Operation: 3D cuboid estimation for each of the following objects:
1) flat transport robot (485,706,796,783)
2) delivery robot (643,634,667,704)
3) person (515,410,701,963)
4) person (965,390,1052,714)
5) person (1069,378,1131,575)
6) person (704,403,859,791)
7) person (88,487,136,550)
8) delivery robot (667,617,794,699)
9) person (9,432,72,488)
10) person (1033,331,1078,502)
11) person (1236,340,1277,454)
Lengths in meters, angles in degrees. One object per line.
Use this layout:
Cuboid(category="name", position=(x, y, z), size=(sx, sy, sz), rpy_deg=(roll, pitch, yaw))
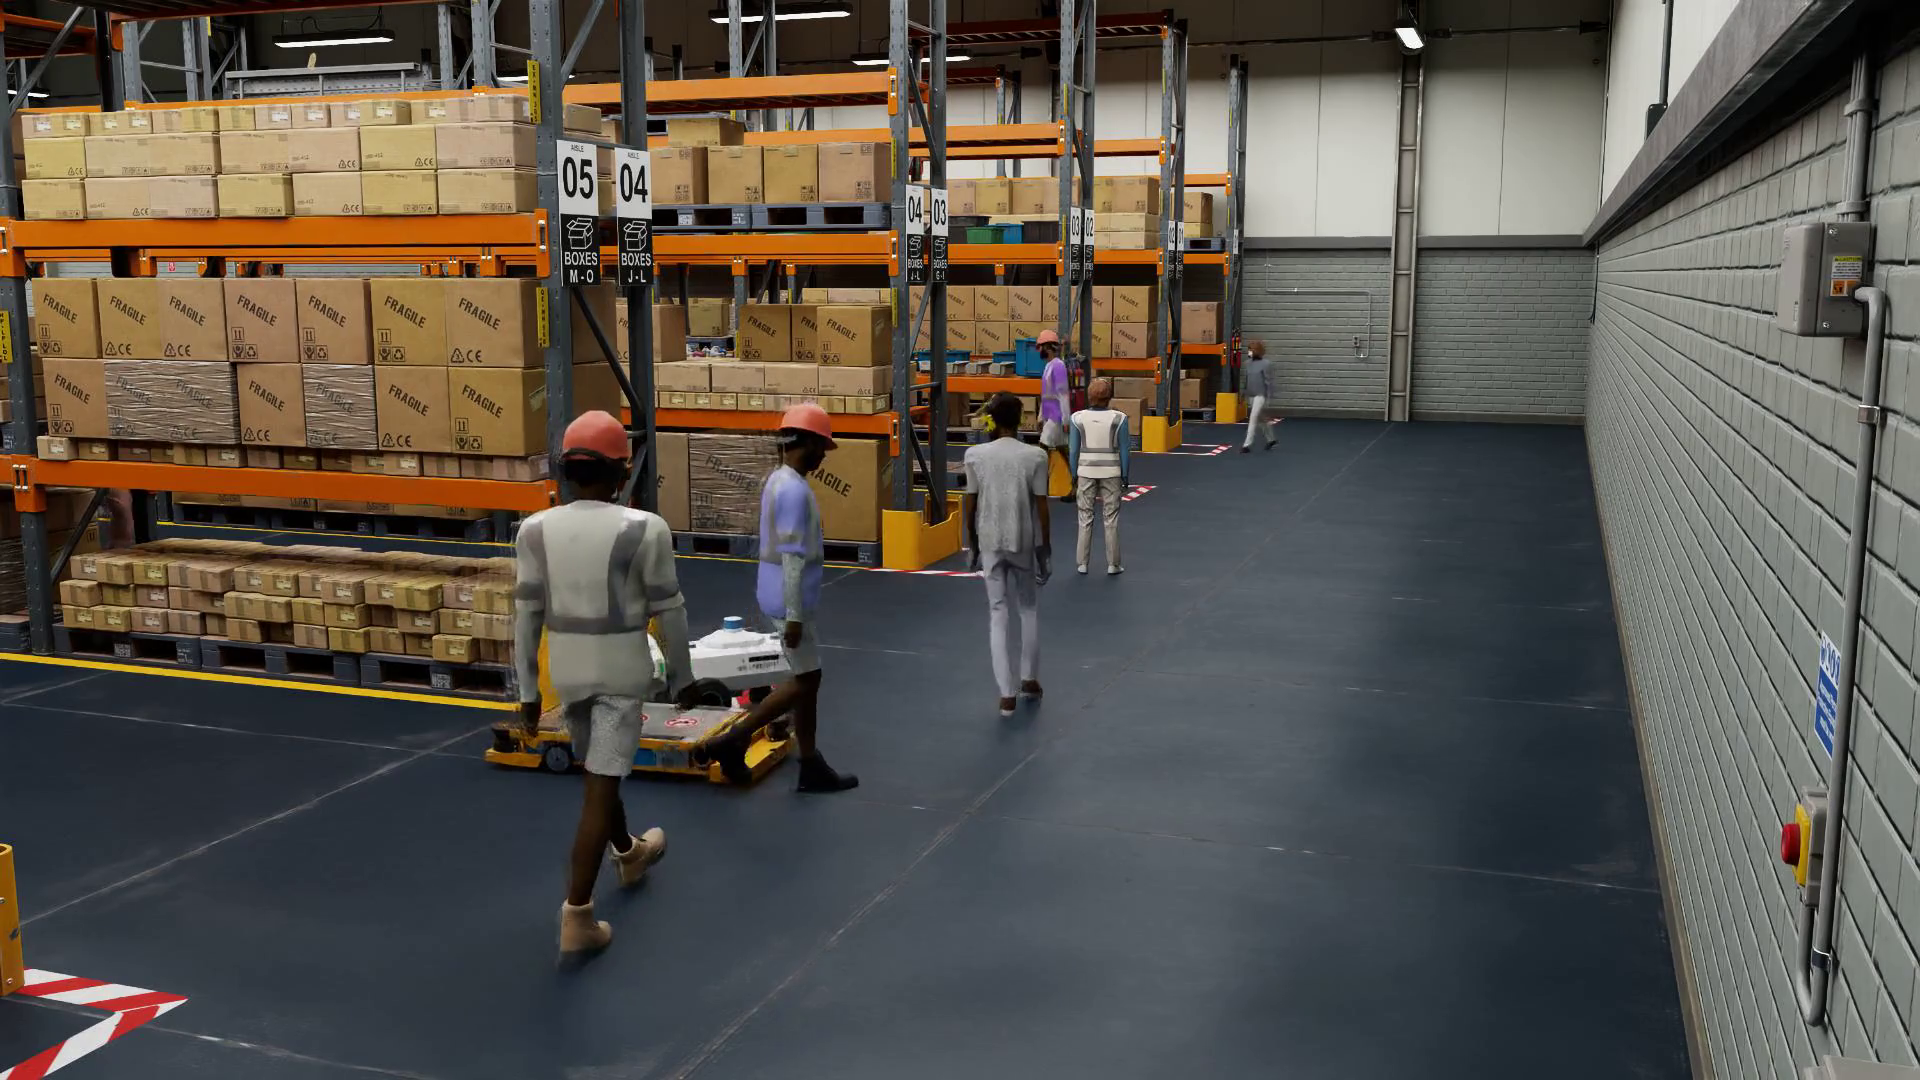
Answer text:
Cuboid(category="flat transport robot", position=(-1.624, 1.011, 8.519), size=(1.431, 0.197, 0.652), rpy_deg=(2, 9, 14))
Cuboid(category="delivery robot", position=(-1.850, 0.695, 9.316), size=(0.477, 0.478, 0.707), rpy_deg=(-3, 10, -16))
Cuboid(category="person", position=(-1.339, 0.509, 6.334), size=(0.614, 1.989, 1.050), rpy_deg=(3, 10, 18))
Cuboid(category="person", position=(0.282, 0.053, 9.640), size=(0.501, 1.835, 0.728), rpy_deg=(1, 9, 5))
Cuboid(category="person", position=(1.156, -0.520, 13.802), size=(0.514, 1.645, 0.308), rpy_deg=(2, 9, 12))
Cuboid(category="person", position=(-0.858, 0.296, 7.965), size=(0.654, 1.892, 0.589), rpy_deg=(-2, 9, -11))
Cuboid(category="person", position=(-6.871, -0.636, 13.789), size=(0.891, 1.871, 0.670), rpy_deg=(4, 10, 25))
Cuboid(category="delivery robot", position=(-1.282, 0.678, 9.423), size=(0.707, 0.478, 0.477), rpy_deg=(-5, 10, -27))
Cuboid(category="person", position=(-7.218, -0.543, 13.123), size=(0.647, 1.908, 0.589), rpy_deg=(4, 10, 22))
Cuboid(category="person", position=(0.942, -1.333, 18.151), size=(0.983, 1.872, 0.558), rpy_deg=(-1, 9, -5))
Cuboid(category="person", position=(4.179, -2.010, 23.268), size=(0.857, 1.592, 0.514), rpy_deg=(-6, 11, -33))
